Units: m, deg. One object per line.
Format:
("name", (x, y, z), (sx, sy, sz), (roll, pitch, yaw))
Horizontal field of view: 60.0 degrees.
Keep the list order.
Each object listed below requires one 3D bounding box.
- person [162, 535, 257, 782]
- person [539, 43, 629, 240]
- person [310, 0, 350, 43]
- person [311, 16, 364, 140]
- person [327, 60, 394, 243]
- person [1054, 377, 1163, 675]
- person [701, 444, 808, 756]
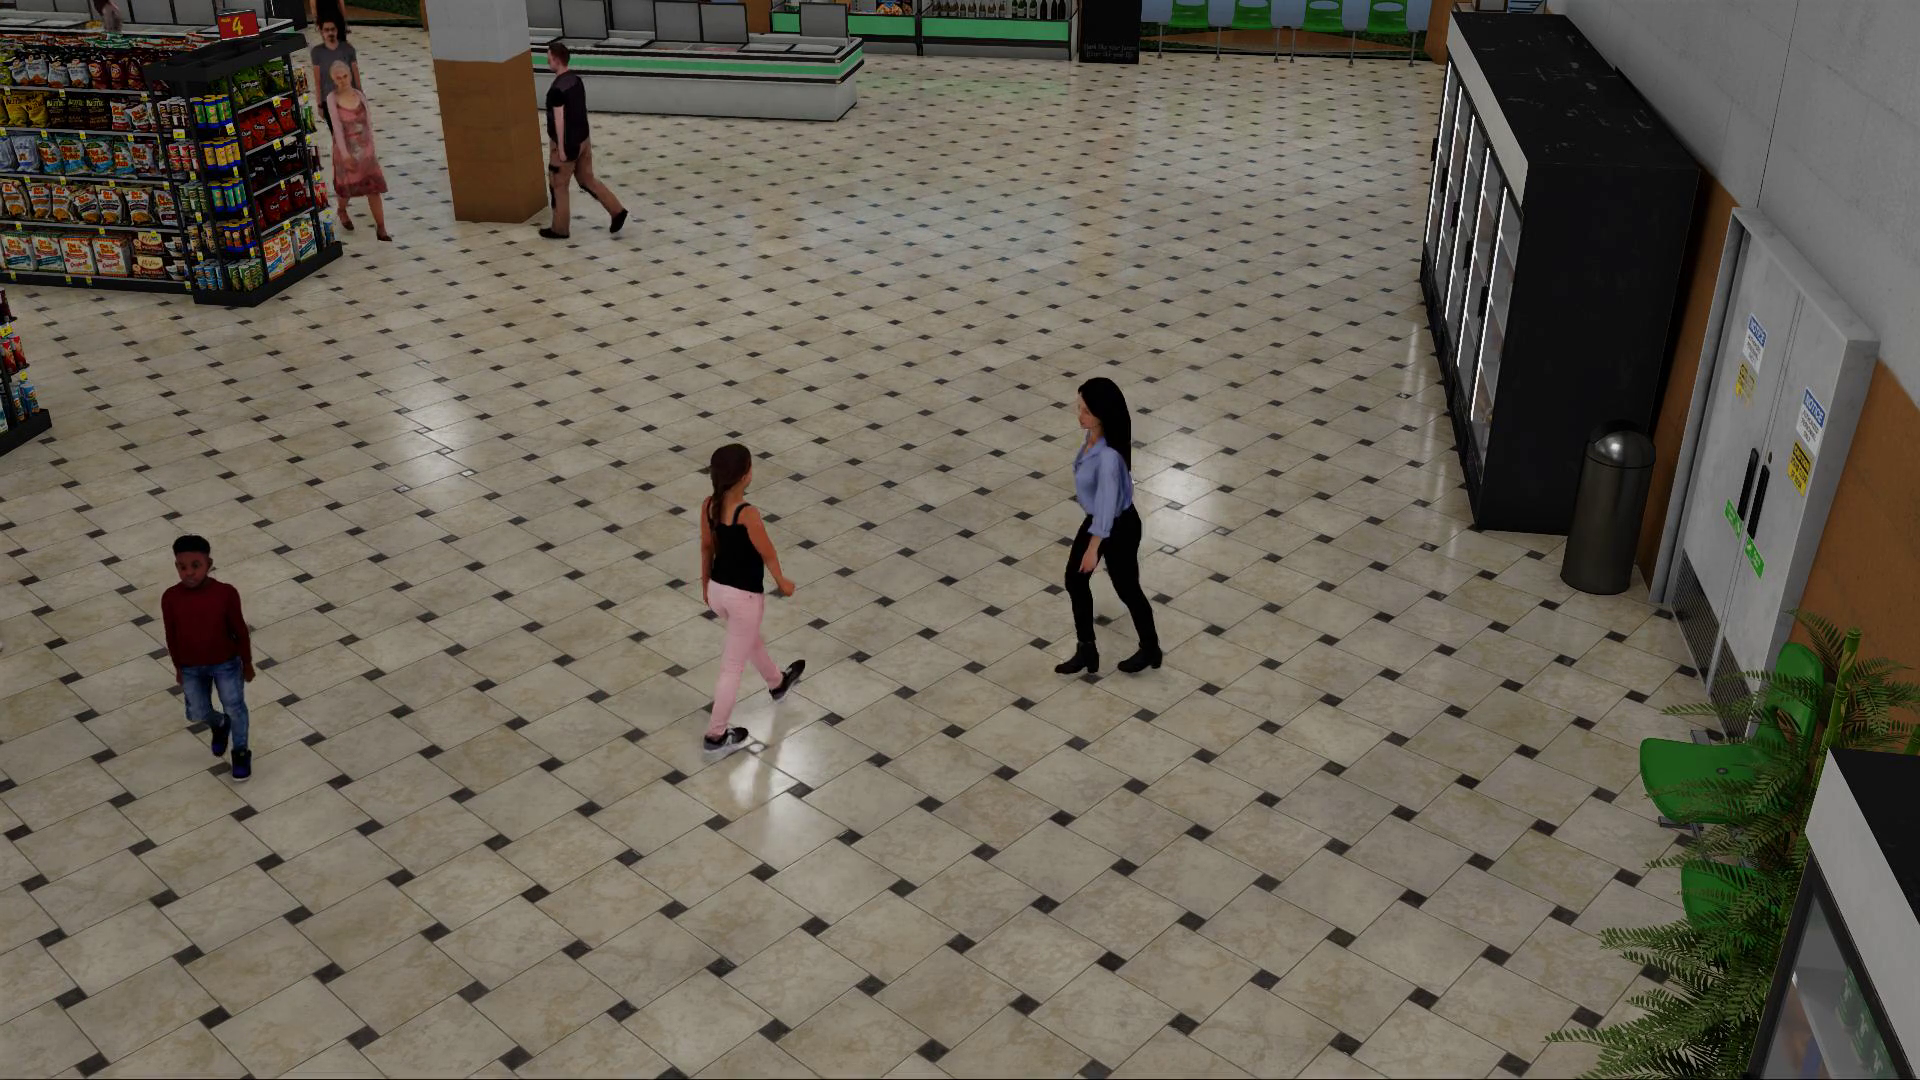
("person", (-3.520, 0.523, 7.826), (0.628, 1.248, 0.675), (-5, 27, -10))
("person", (-3.568, -3.709, 15.543), (1.077, 1.816, 0.787), (7, 28, 14))
("person", (-8.216, -6.751, 21.789), (0.686, 1.592, 0.742), (-18, 32, -32))
("person", (-6.461, -4.558, 17.310), (1.020, 1.731, 1.030), (-13, 30, -24))
("person", (-5.726, -3.618, 15.549), (1.169, 1.648, 1.000), (24, 35, 38))
("person", (0.834, -0.034, 8.422), (0.915, 1.702, 0.810), (0, 27, -1))
("person", (-1.110, 0.321, 7.925), (1.015, 1.518, 0.919), (22, 34, 36))
